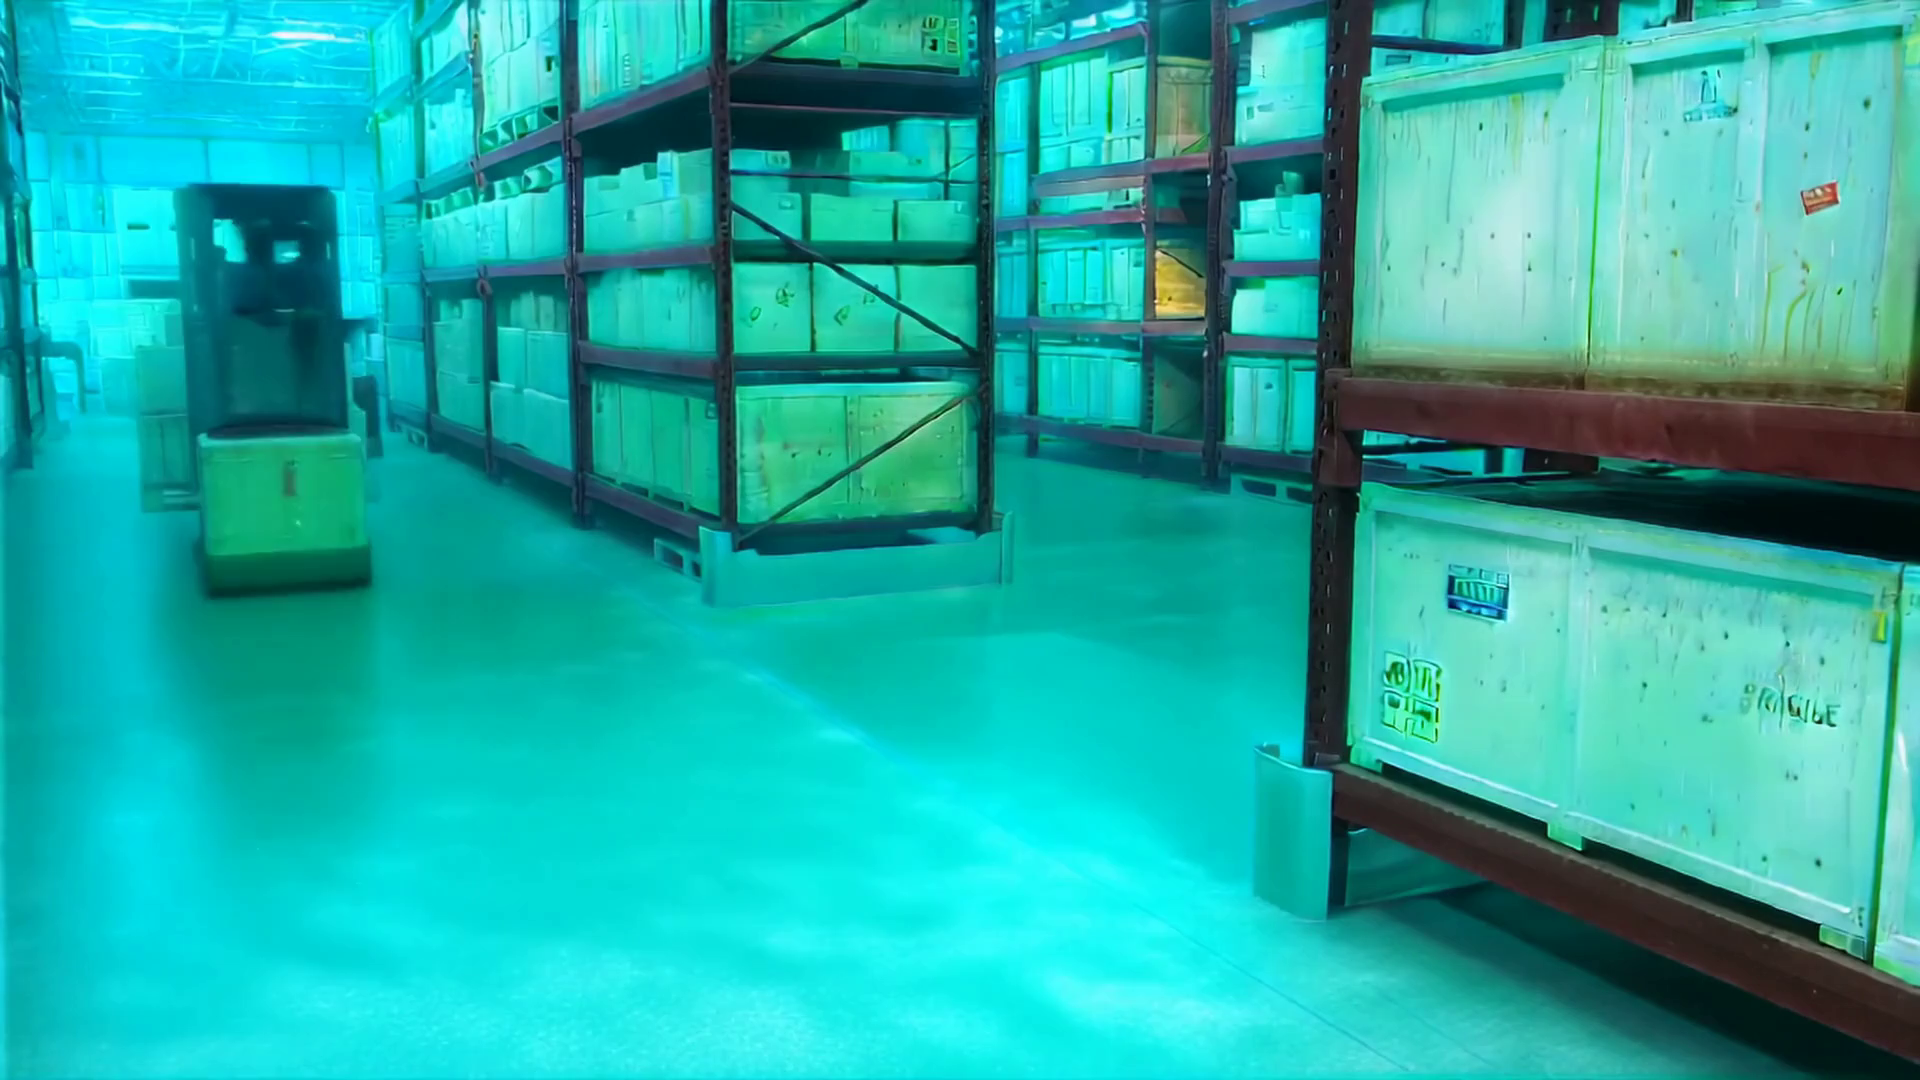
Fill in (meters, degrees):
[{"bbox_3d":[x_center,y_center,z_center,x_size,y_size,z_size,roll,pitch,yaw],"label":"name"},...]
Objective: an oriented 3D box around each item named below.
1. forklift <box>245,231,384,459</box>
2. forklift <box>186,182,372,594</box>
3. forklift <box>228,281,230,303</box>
[{"bbox_3d":[-8.146,-2.345,20.258,1.873,2.768,1.129,3,9,23],"label":"forklift"},{"bbox_3d":[-4.940,-1.135,11.914,1.129,2.768,1.873,-4,9,-26],"label":"forklift"},{"bbox_3d":[-17.707,-5.424,41.488,1.129,2.768,1.873,-1,8,-6],"label":"forklift"}]
